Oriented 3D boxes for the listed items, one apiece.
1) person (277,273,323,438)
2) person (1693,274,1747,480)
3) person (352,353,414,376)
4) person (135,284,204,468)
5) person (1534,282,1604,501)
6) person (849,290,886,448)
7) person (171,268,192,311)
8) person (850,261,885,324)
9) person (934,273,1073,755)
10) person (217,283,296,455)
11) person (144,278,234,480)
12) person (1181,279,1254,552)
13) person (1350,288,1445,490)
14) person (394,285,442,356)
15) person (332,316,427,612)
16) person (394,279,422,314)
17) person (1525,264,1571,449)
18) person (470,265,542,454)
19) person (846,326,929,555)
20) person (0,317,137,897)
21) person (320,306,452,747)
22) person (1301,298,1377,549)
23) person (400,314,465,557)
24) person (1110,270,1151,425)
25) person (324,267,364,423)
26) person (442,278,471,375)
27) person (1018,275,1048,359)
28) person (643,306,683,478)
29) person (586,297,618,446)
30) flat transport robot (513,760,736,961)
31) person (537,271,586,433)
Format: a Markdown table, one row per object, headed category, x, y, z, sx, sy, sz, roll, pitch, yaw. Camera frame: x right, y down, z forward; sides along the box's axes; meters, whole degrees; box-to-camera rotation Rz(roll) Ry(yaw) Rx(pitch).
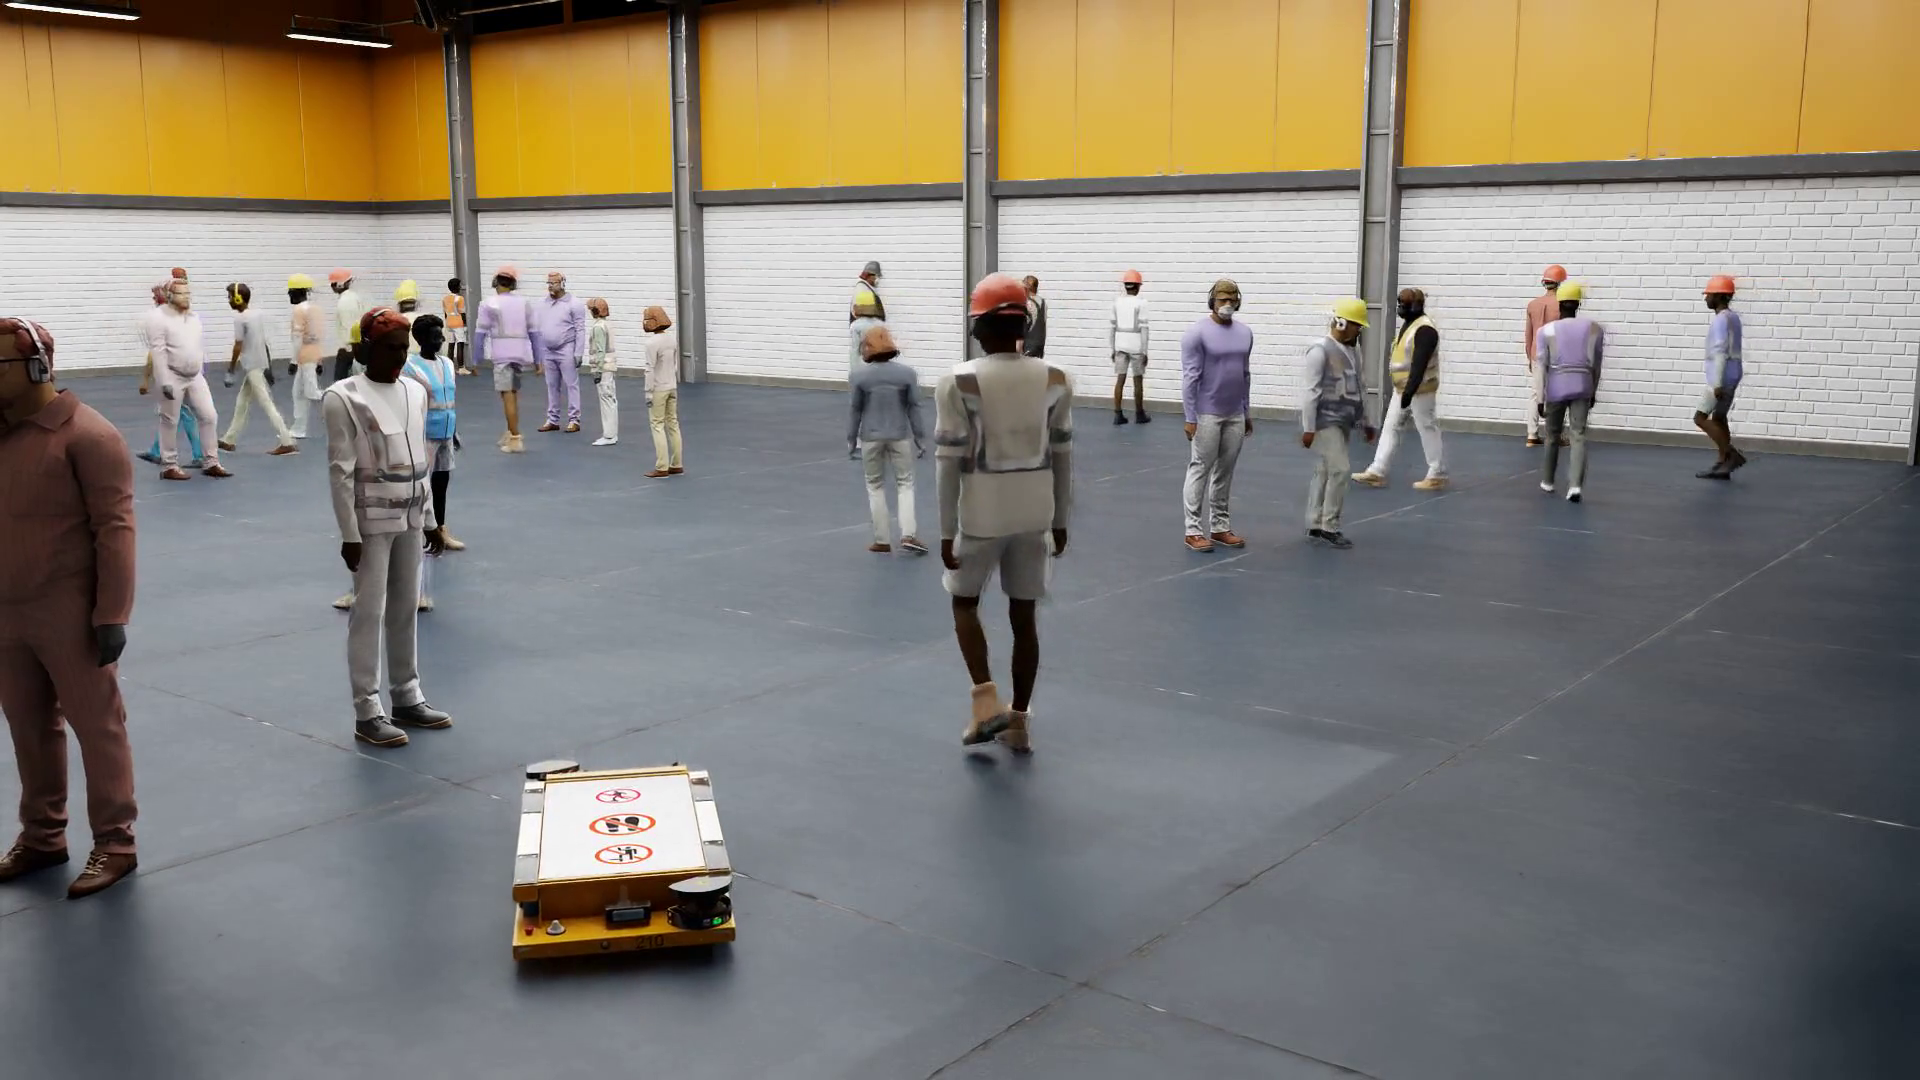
| category | x | y | z | sx | sy | sz | roll | pitch | yaw |
| --- | --- | --- | --- | --- | --- | --- | --- | --- | --- |
| person | -7.394 | -2.091 | 19.005 | 0.833 | 1.902 | 0.602 | -2 | 10 | -10 |
| person | 7.078 | -1.504 | 15.513 | 0.455 | 1.925 | 0.555 | 8 | 13 | 39 |
| person | -4.394 | -0.895 | 12.798 | 0.506 | 1.631 | 0.277 | -4 | 11 | -24 |
| person | -7.838 | -1.601 | 16.394 | 0.926 | 1.800 | 0.595 | 1 | 10 | 7 |
| person | 5.267 | -1.291 | 14.422 | 0.583 | 1.881 | 1.010 | 2 | 10 | 11 |
| person | -0.966 | -1.837 | 18.024 | 0.488 | 1.725 | 0.636 | -9 | 13 | -42 |
| person | -13.038 | -3.612 | 27.898 | 0.355 | 1.881 | 0.576 | -8 | 13 | -39 |
| person | -1.386 | -3.219 | 25.147 | 0.536 | 2.000 | 0.706 | 1 | 10 | 7 |
| person | 0.179 | -0.097 | 7.016 | 0.626 | 2.030 | 0.424 | -3 | 10 | -14 |
| person | -7.490 | -1.779 | 17.446 | 0.989 | 1.803 | 0.513 | -1 | 10 | -4 |
| person | -7.187 | -1.479 | 15.470 | 0.759 | 1.881 | 0.657 | 4 | 11 | 23 |
| person | 1.841 | -0.888 | 11.876 | 0.633 | 1.936 | 0.355 | -7 | 12 | -34 |
| person | 3.952 | -1.336 | 14.850 | 0.898 | 1.799 | 0.655 | -1 | 10 | -5 |
| person | -5.685 | -1.739 | 17.258 | 0.603 | 1.780 | 0.917 | -5 | 11 | -28 |
| person | -3.458 | -0.439 | 9.799 | 0.697 | 1.737 | 0.550 | 4 | 10 | 21 |
| person | -7.480 | -2.661 | 22.694 | 0.525 | 1.769 | 0.308 | 5 | 11 | 29 |
| person | 6.436 | -1.989 | 18.108 | 0.375 | 1.997 | 0.611 | -7 | 12 | -35 |
| person | -4.867 | -1.925 | 17.756 | 0.715 | 1.992 | 0.828 | -10 | 14 | -44 |
| person | -0.520 | -0.687 | 11.661 | 0.542 | 1.607 | 0.481 | -2 | 10 | -12 |
| person | -3.029 | 0.225 | 5.484 | 0.643 | 1.908 | 0.399 | 3 | 10 | 18 |
| person | -2.480 | -0.065 | 7.228 | 0.355 | 1.887 | 0.574 | 4 | 11 | 22 |
| person | 2.770 | -0.843 | 12.022 | 0.591 | 1.793 | 0.598 | 7 | 12 | 37 |
| person | -3.719 | -0.738 | 11.696 | 0.317 | 1.696 | 0.540 | 4 | 11 | 23 |
| person | 2.123 | -2.392 | 20.692 | 0.560 | 1.933 | 0.485 | 7 | 12 | 34 |
| person | -7.496 | -2.415 | 20.703 | 0.847 | 1.963 | 0.609 | 0 | 10 | 1 |
| person | -8.817 | -3.728 | 29.109 | 0.535 | 1.697 | 0.318 | 6 | 12 | 32 |
| person | 0.933 | -2.489 | 21.492 | 0.332 | 1.842 | 0.505 | 8 | 13 | 39 |
| person | -2.835 | -1.395 | 15.747 | 0.277 | 1.628 | 0.506 | 4 | 11 | 22 |
| person | -3.950 | -1.861 | 18.413 | 0.315 | 1.637 | 0.514 | 0 | 10 | -1 |
| flat transport robot | -1.144 | 1.021 | 5.603 | 0.652 | 0.197 | 1.431 | -2 | 10 | -12 |
| person | -4.759 | -2.226 | 19.754 | 0.643 | 1.909 | 0.400 | 4 | 11 | 23 |
